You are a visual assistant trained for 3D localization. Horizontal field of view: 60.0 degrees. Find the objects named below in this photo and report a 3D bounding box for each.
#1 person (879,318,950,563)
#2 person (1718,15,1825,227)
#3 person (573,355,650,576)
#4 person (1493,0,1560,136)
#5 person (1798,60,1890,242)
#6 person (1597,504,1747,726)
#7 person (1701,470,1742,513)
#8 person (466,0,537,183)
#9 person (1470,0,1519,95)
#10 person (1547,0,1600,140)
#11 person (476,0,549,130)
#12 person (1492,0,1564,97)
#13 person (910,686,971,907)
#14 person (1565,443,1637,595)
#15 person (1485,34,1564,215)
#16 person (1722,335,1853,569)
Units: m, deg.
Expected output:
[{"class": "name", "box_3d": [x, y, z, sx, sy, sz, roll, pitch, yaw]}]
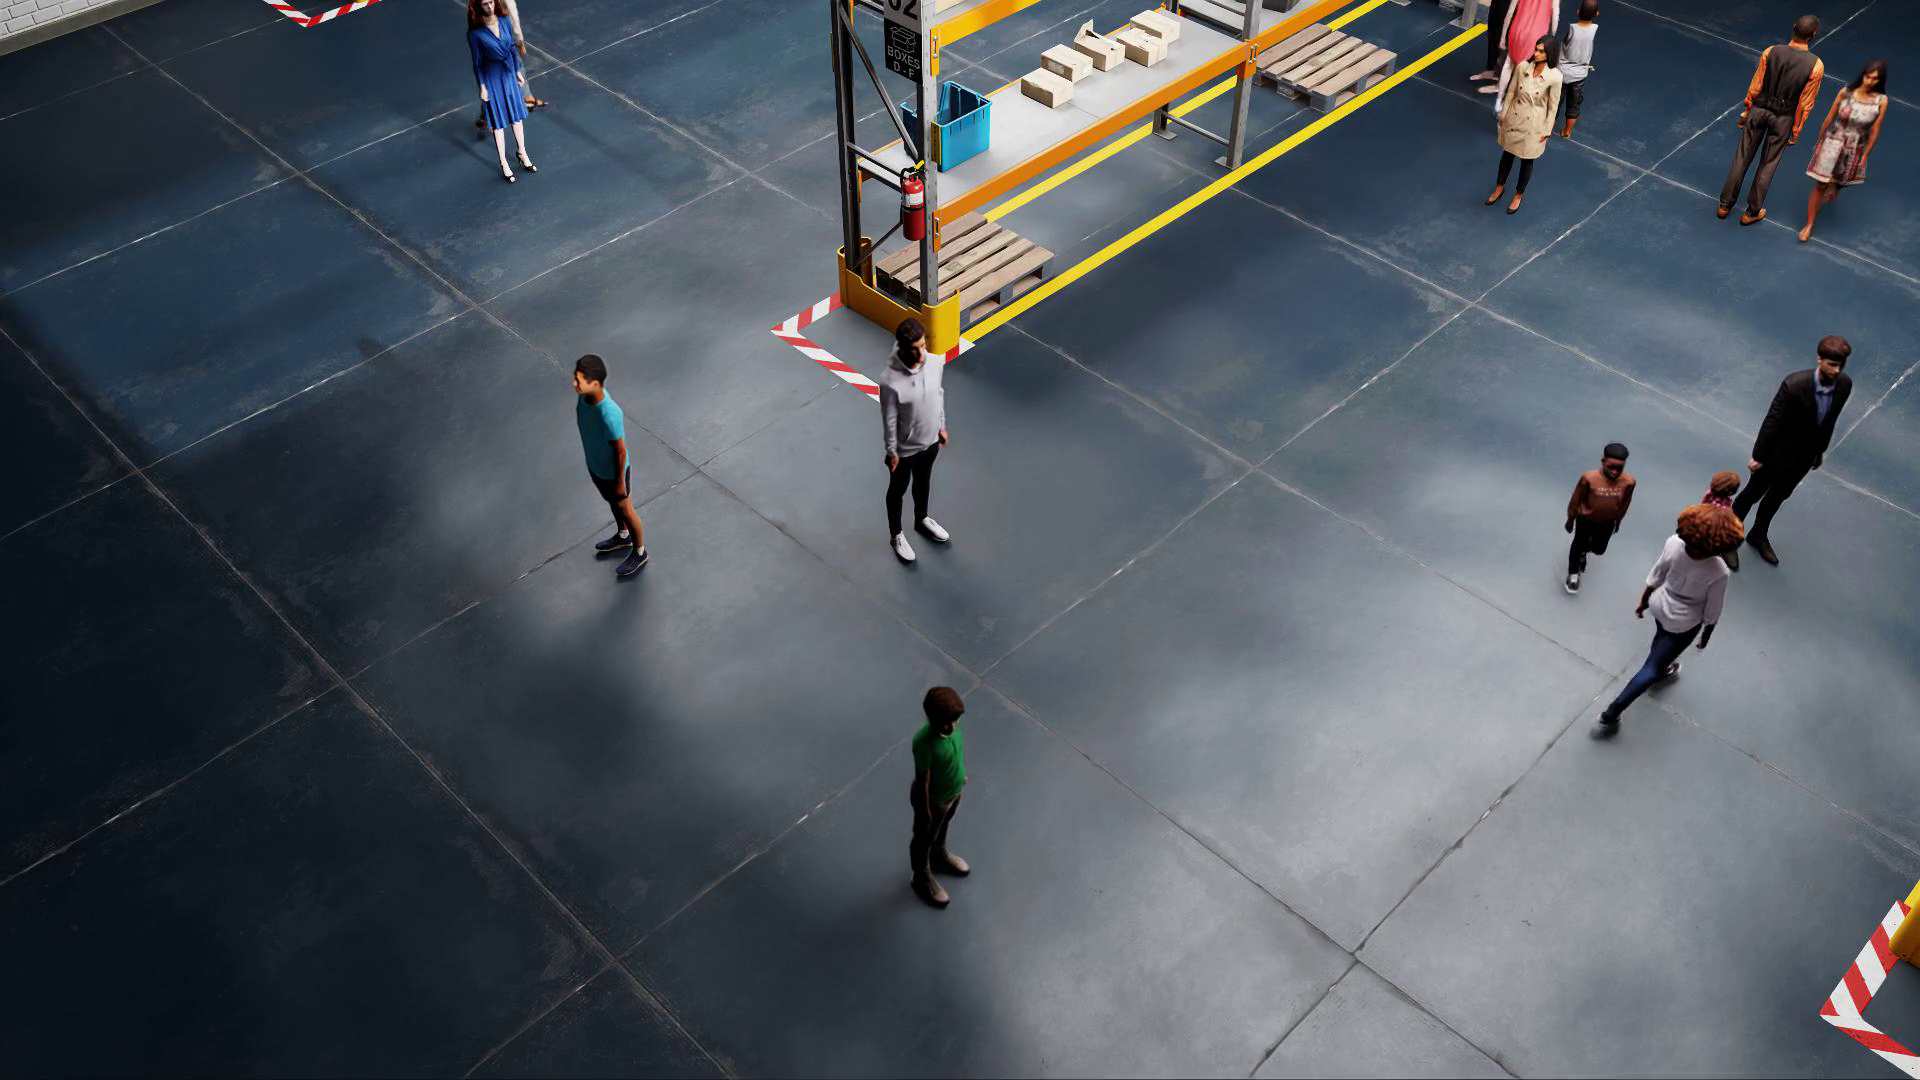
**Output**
[{"class": "person", "box_3d": [-0.336, -0.717, 11.371, 0.541, 1.931, 0.745, -31, 52, -29]}, {"class": "person", "box_3d": [7.054, -3.655, 14.472, 0.726, 1.907, 0.647, 28, 50, 26]}, {"class": "person", "box_3d": [-2.378, -0.521, 11.278, 0.564, 1.774, 0.657, -26, 49, -25]}, {"class": "person", "box_3d": [5.270, -4.631, 15.568, 0.672, 1.808, 0.719, 24, 49, 24]}, {"class": "person", "box_3d": [7.696, -3.442, 14.452, 0.810, 1.626, 1.079, 22, 48, 21]}, {"class": "person", "box_3d": [4.369, 0.487, 10.284, 1.201, 1.687, 0.838, -23, 48, -22]}, {"class": "person", "box_3d": [5.064, -0.051, 11.338, 0.760, 1.012, 0.679, -3, 44, -4]}, {"class": "person", "box_3d": [-4.149, -4.127, 15.024, 0.669, 1.828, 0.492, 34, 53, 30]}, {"class": "person", "box_3d": [5.337, -5.236, 16.247, 0.684, 1.748, 0.641, -5, 44, -6]}, {"class": "person", "box_3d": [5.778, -4.472, 15.657, 0.646, 1.456, 0.688, 3, 44, 3]}, {"class": "person", "box_3d": [-4.401, -4.660, 15.722, 1.044, 1.638, 0.675, -31, 52, -29]}, {"class": "person", "box_3d": [5.496, -5.093, 16.071, 0.675, 1.783, 0.675, -34, 53, -31]}, {"class": "person", "box_3d": [-0.137, 1.389, 9.362, 0.675, 1.651, 0.531, 24, 49, 23]}, {"class": "person", "box_3d": [4.333, -0.202, 11.328, 0.676, 1.245, 0.741, 8, 44, 9]}, {"class": "person", "box_3d": [4.988, -3.660, 14.641, 0.505, 1.680, 0.642, -35, 53, -31]}, {"class": "person", "box_3d": [5.631, -0.620, 11.297, 0.749, 1.892, 0.851, -7, 44, -7]}]
